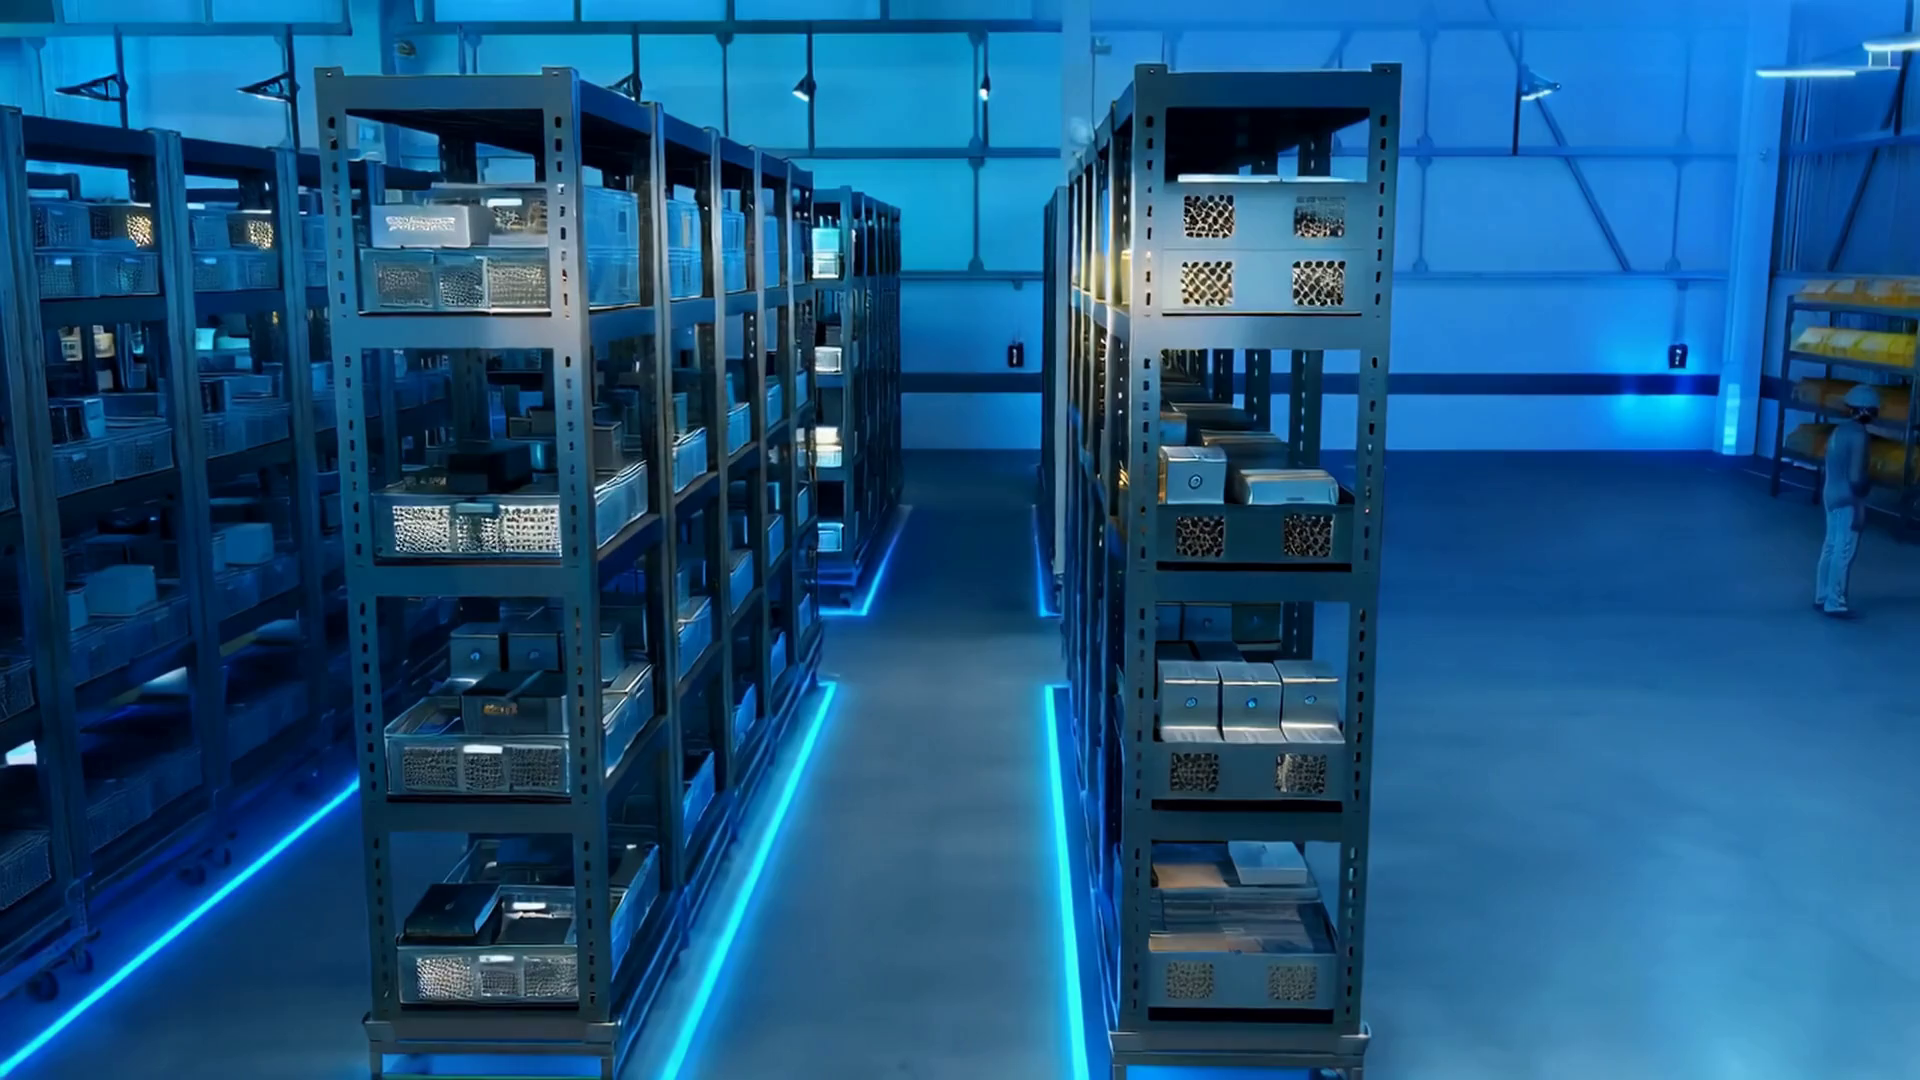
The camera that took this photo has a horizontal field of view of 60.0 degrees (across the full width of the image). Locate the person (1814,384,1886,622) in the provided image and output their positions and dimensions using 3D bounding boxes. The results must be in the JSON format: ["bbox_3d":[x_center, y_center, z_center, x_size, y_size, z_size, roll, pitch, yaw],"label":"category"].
[{"bbox_3d":[7.425,-0.310,13.873,0.400,1.986,0.608,1,10,8],"label":"person"}]
